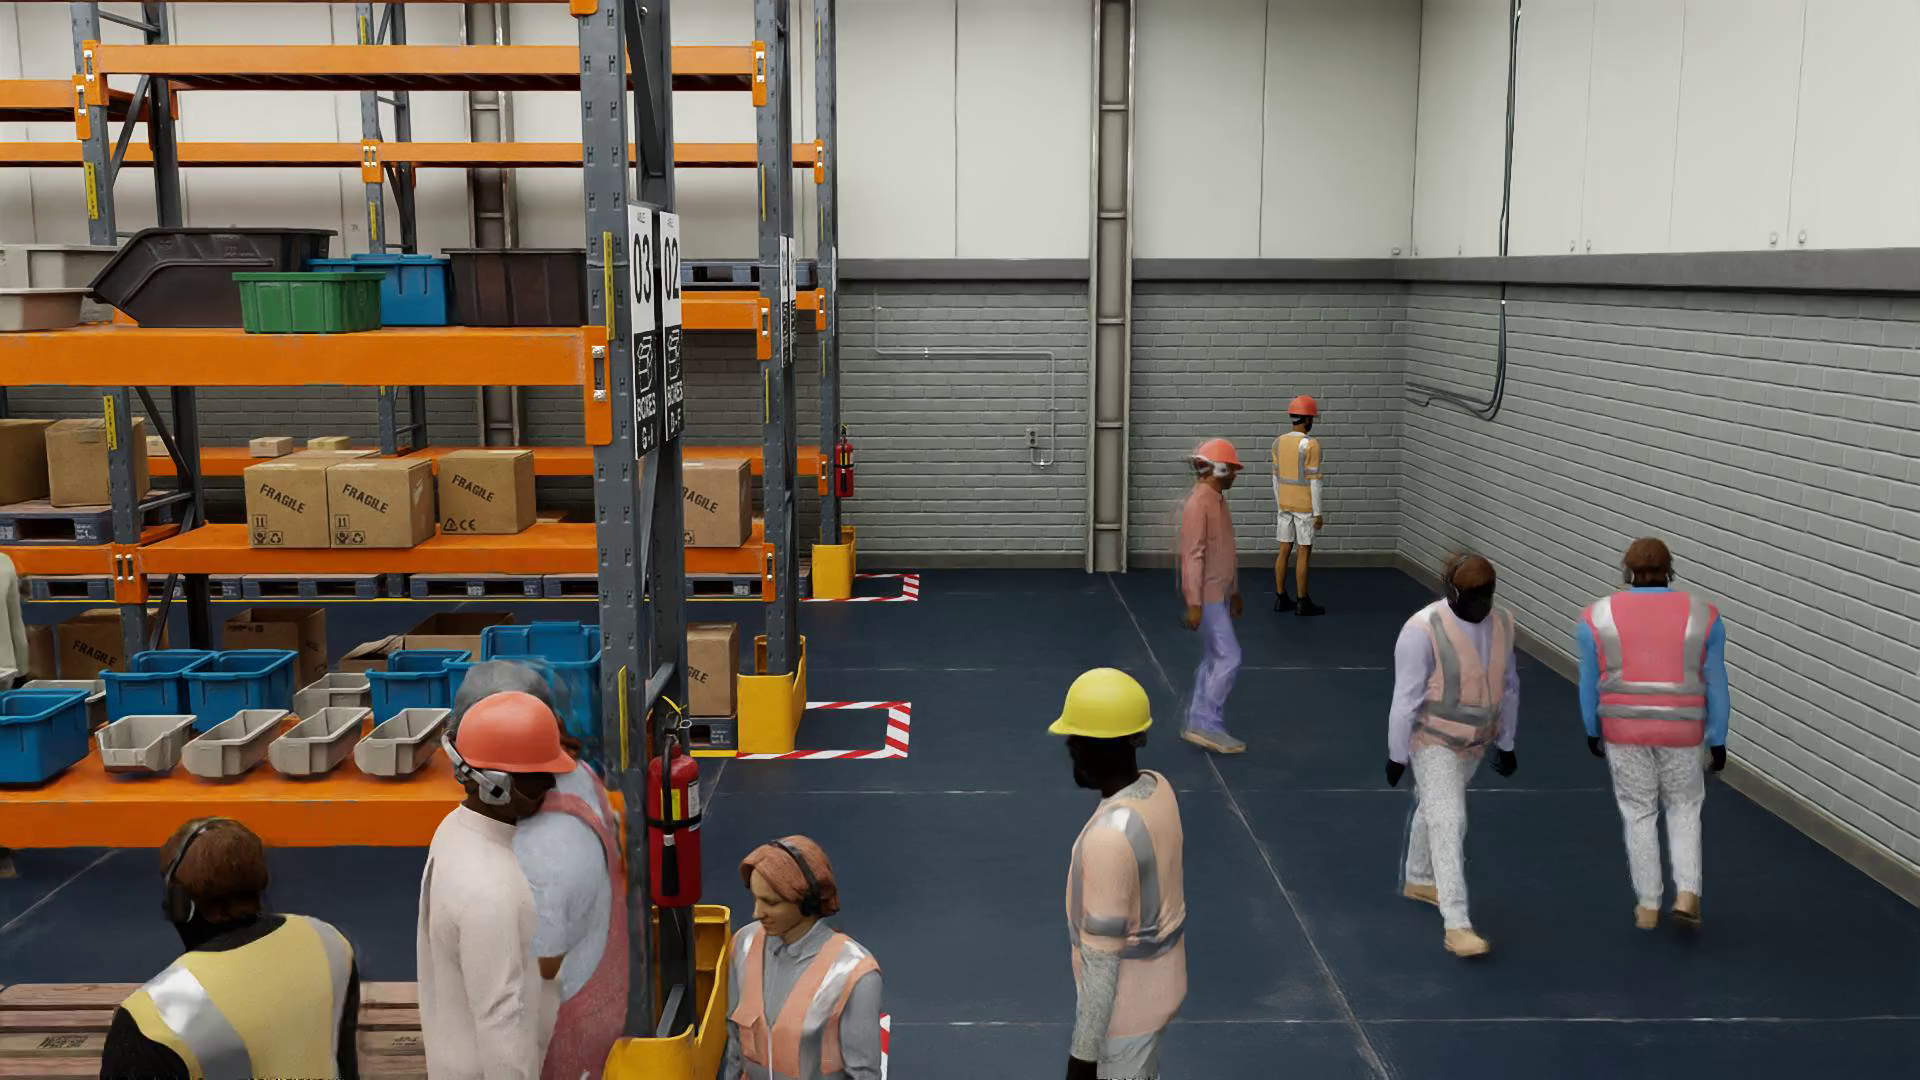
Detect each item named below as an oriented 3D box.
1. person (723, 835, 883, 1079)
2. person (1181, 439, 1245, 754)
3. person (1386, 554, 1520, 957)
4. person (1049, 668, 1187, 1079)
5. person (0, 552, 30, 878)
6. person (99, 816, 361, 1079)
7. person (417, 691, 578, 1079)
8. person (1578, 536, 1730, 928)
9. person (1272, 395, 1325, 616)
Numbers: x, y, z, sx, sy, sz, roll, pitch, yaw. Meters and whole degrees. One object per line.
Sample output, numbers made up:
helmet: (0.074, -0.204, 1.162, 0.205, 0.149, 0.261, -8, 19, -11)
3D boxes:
person: (-0.395, 1.537, 4.254, 0.528, 1.630, 0.319, 7, 12, 38)
person: (1.665, 0.358, 10.444, 0.588, 1.961, 0.649, 4, 10, 25)
person: (2.247, 0.931, 7.556, 0.652, 1.775, 0.838, -6, 11, -31)
person: (0.444, 1.308, 4.780, 0.395, 1.921, 0.596, 3, 10, 20)
person: (-4.923, 0.708, 8.247, 0.468, 1.980, 0.640, 2, 9, 12)
person: (-1.717, 1.519, 3.774, 0.620, 1.821, 0.654, 3, 10, 16)
person: (-1.176, 1.357, 4.310, 0.411, 1.980, 0.626, -4, 10, -21)
person: (3.174, 0.895, 7.673, 0.658, 1.814, 0.439, 3, 10, 20)
person: (2.978, -0.301, 14.589, 0.356, 1.937, 0.544, -6, 11, -34)
